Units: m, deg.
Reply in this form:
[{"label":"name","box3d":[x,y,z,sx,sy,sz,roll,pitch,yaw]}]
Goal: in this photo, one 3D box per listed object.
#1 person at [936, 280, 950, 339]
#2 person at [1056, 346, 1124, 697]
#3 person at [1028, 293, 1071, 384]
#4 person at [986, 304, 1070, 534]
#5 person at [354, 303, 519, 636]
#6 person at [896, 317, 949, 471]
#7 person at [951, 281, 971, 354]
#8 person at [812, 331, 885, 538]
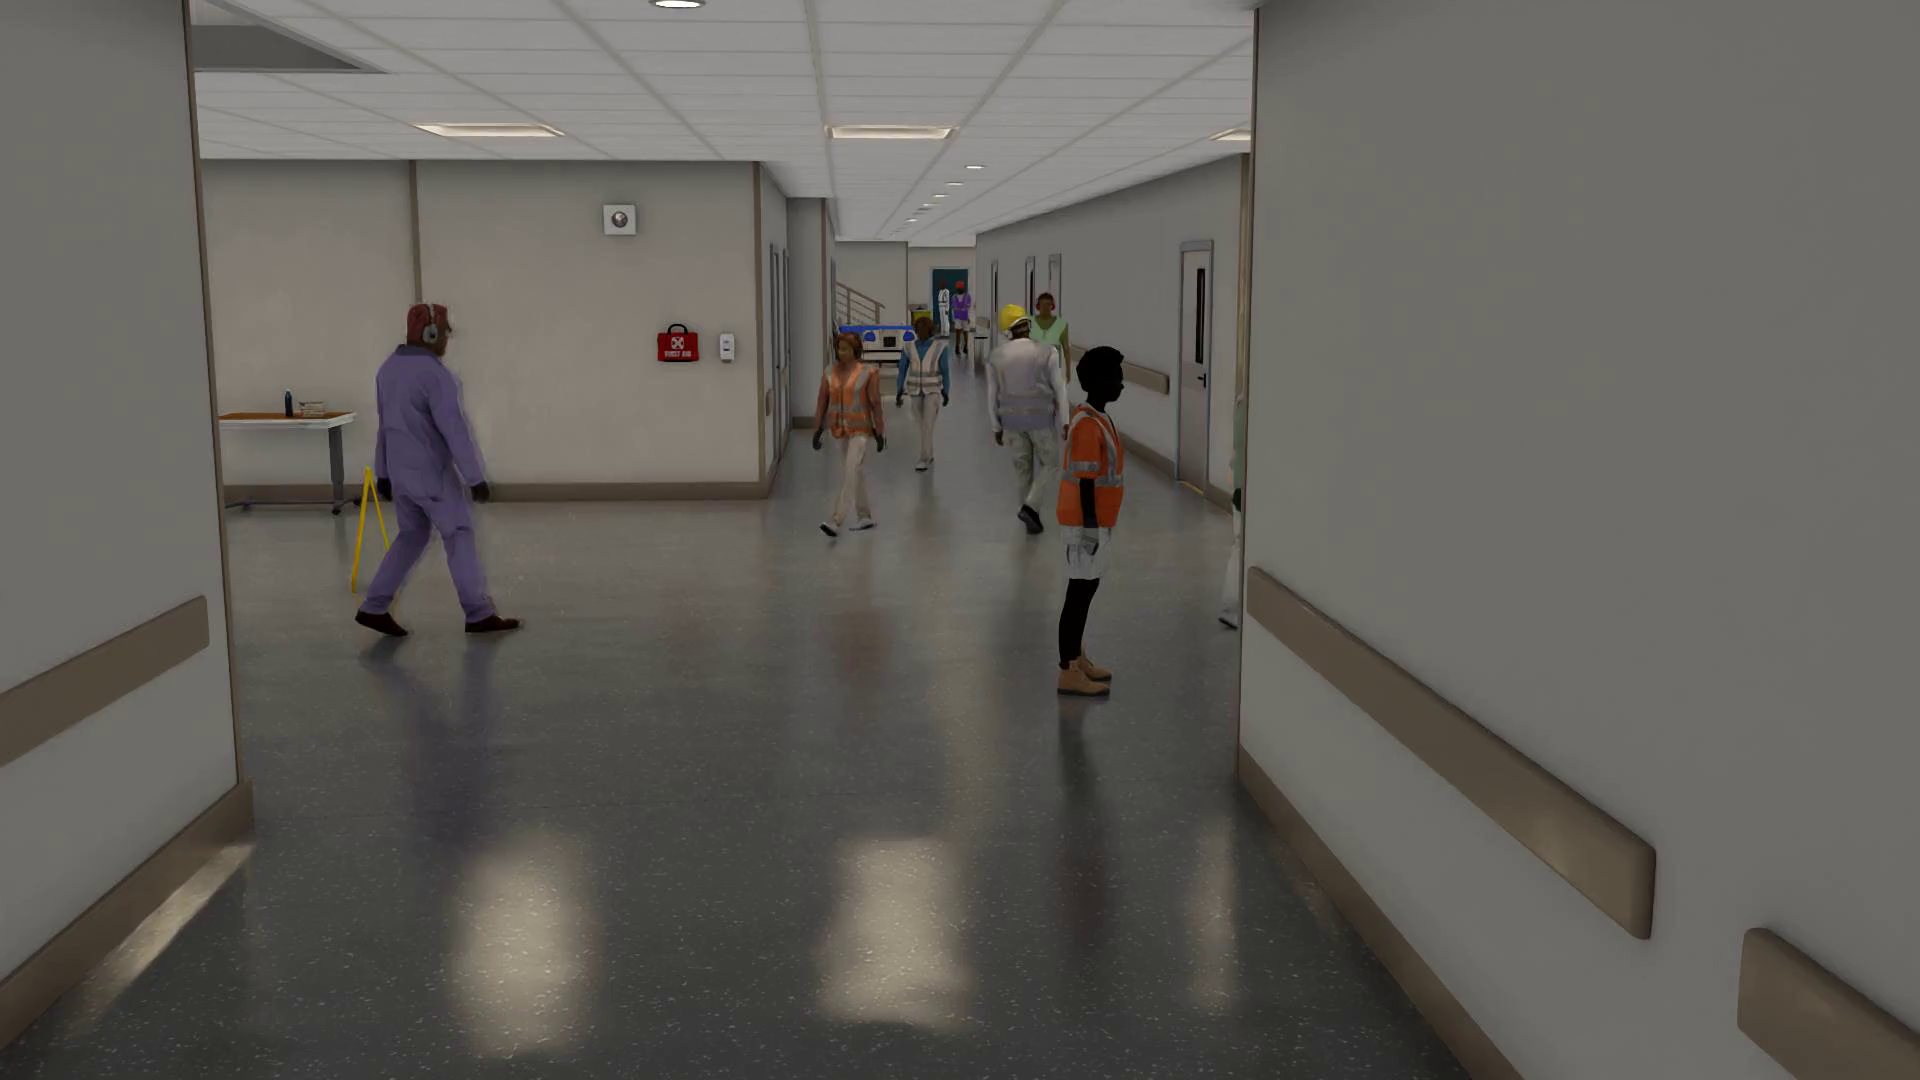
[{"label":"person","box3d":[-0.513,-7.288,52.601,0.356,1.885,0.575,-4,10,-26]},{"label":"person","box3d":[0.632,-0.095,8.063,0.321,1.688,0.535,2,9,10]},{"label":"person","box3d":[1.027,-2.042,19.912,0.598,1.795,0.941,0,9,-2]},{"label":"person","box3d":[0.527,-0.917,12.878,0.652,1.799,0.501,3,10,18]},{"label":"person","box3d":[-2.919,-0.372,9.277,0.853,1.863,0.695,-9,12,-43]},{"label":"person","box3d":[-0.383,-1.553,17.509,0.536,1.592,0.873,3,9,16]},{"label":"person","box3d":[0.041,-5.736,42.875,0.542,1.890,1.011,1,9,8]},{"label":"person","box3d":[-0.892,-0.817,12.904,0.548,1.579,0.896,5,10,30]}]
